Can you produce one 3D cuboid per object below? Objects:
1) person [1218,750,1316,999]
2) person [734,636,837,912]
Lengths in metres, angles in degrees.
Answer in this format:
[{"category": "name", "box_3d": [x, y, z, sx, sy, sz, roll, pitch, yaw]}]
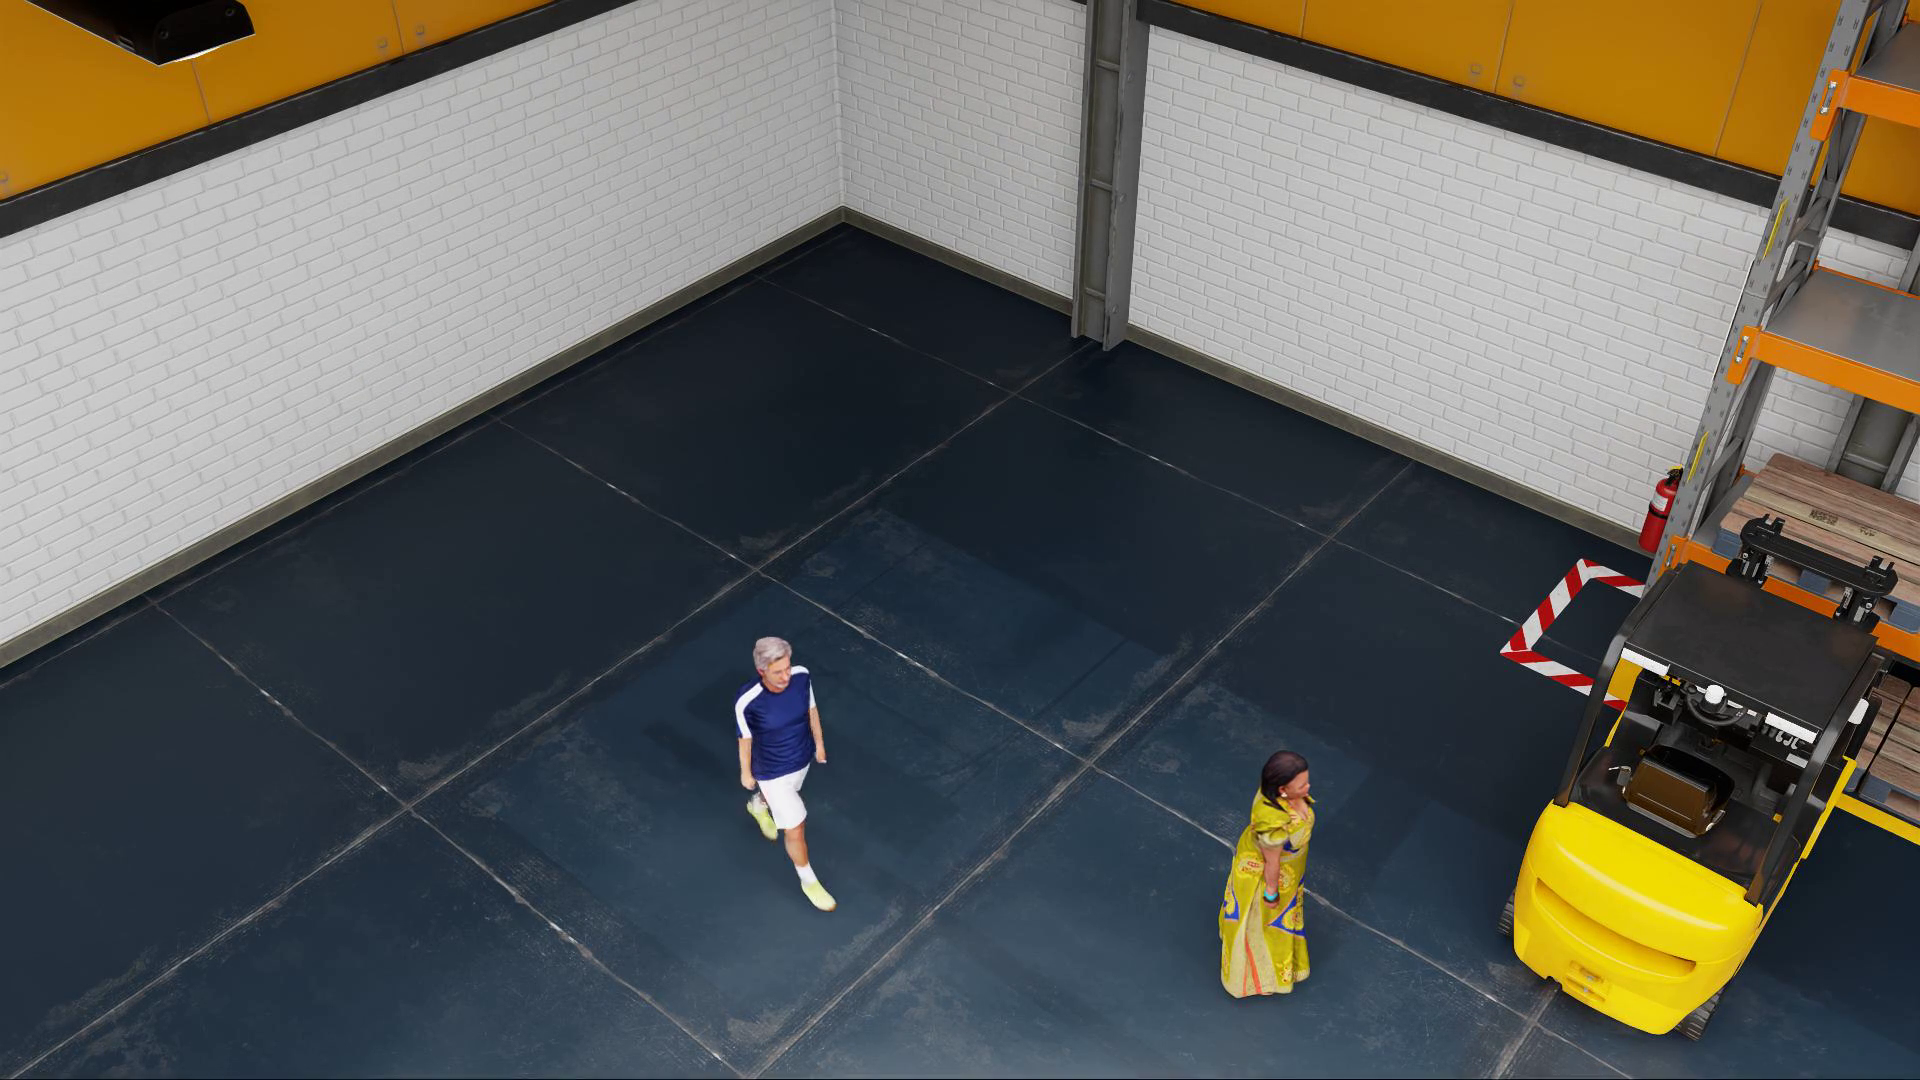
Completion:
[{"category": "person", "box_3d": [1.641, 1.731, 8.824, 0.978, 1.660, 0.987, 8, 39, 10]}, {"category": "person", "box_3d": [-1.051, 1.198, 9.380, 0.739, 1.800, 1.195, -30, 47, -32]}]
